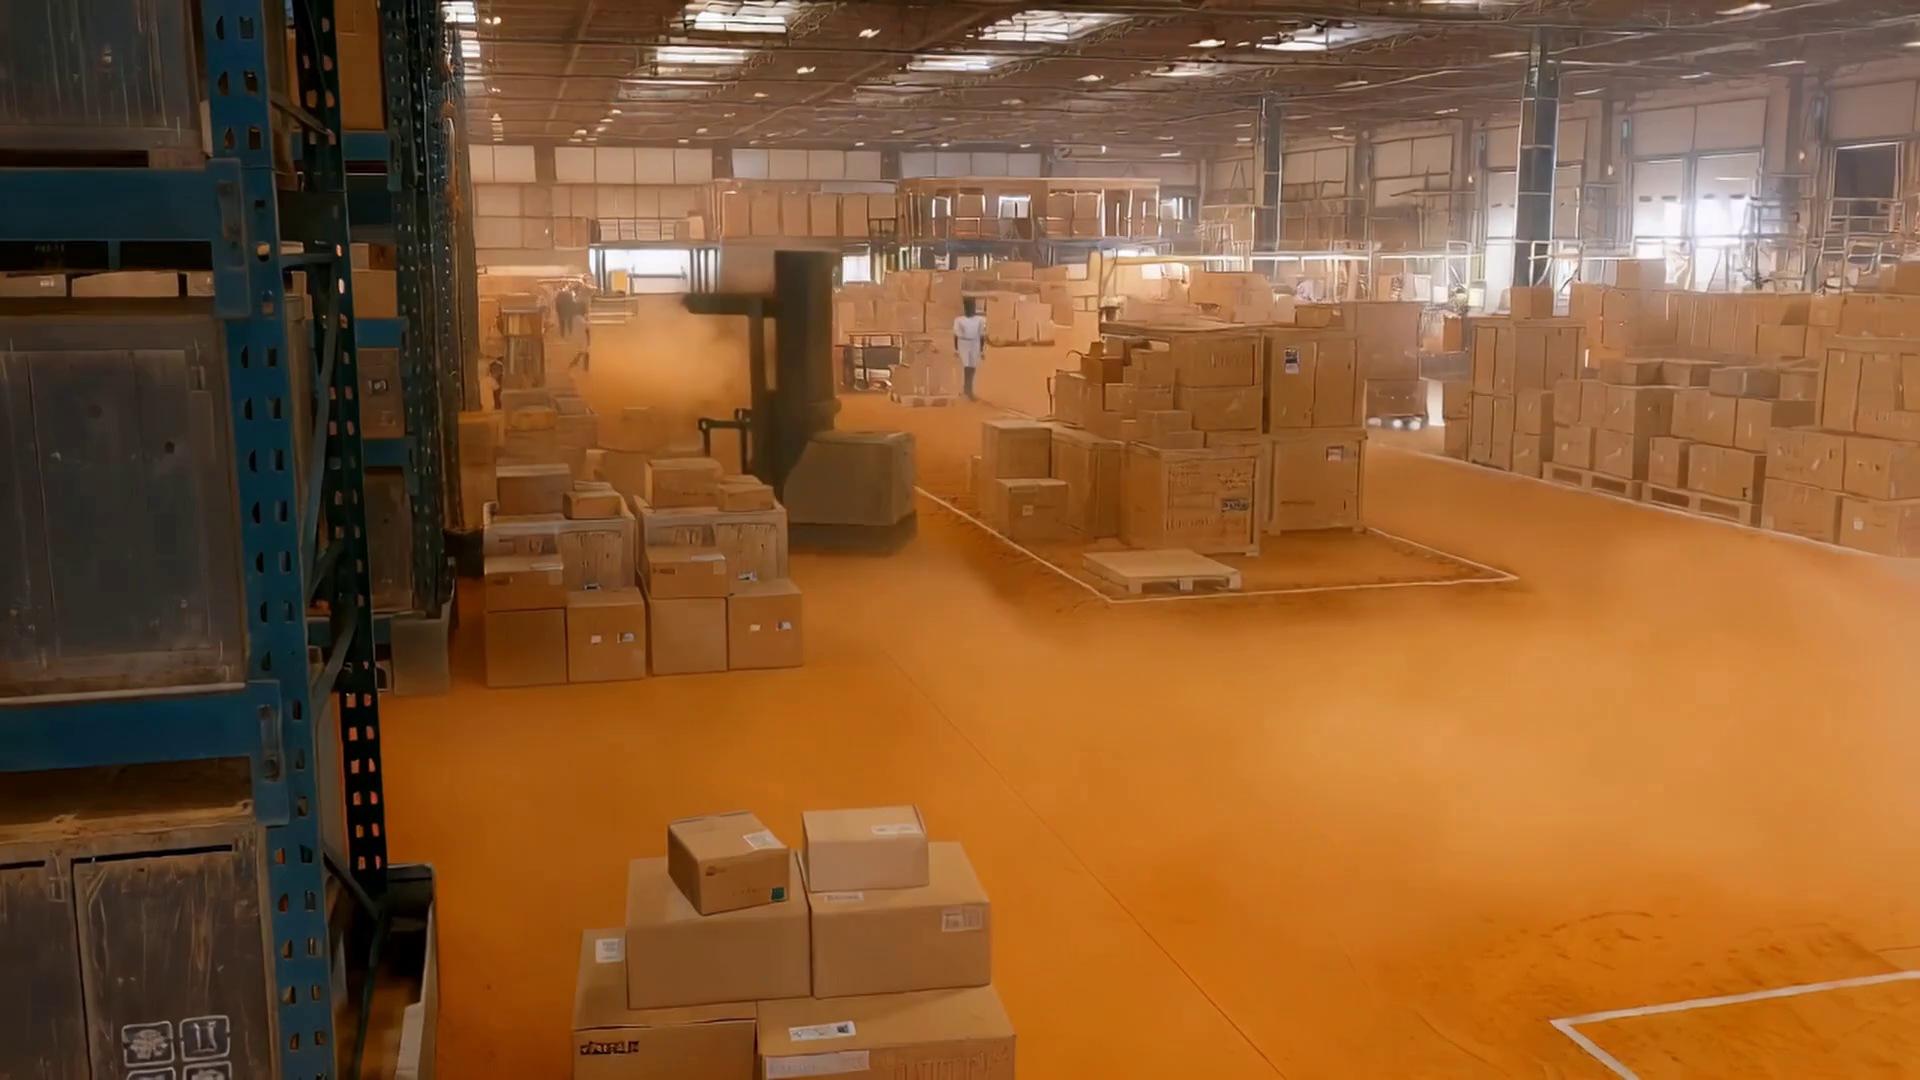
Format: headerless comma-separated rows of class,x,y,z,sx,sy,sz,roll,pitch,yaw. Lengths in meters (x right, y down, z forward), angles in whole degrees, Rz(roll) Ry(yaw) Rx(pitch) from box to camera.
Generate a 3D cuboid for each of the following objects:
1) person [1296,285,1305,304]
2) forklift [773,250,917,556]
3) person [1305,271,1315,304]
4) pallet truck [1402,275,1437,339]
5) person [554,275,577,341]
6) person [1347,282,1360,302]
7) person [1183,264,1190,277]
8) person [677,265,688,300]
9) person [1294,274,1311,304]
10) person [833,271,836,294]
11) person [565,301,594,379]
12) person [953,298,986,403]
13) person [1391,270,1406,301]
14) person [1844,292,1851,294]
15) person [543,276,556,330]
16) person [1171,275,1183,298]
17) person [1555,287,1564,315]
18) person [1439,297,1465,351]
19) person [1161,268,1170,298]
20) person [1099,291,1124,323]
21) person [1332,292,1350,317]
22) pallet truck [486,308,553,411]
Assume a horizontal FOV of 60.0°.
person,9.658,-6.339,47.233,0.329,1.765,0.526,2,10,9
forklift,-1.428,-1.333,15.719,1.873,2.768,1.129,2,10,13
person,13.227,-9.264,63.267,0.605,1.948,0.406,-7,12,-35
pallet truck,14.620,-7.324,52.145,0.823,1.965,1.885,8,13,40
person,-11.982,-7.055,50.500,0.698,2.000,0.636,-1,10,-6
person,13.939,-8.380,58.954,0.492,1.708,0.865,-3,10,-17
person,11.563,-13.049,84.573,0.625,1.990,0.395,-7,12,-34
person,-14.829,-13.772,89.041,0.576,1.865,0.660,-2,10,-14
person,12.456,-8.740,60.521,0.607,1.866,0.999,-5,11,-27
person,-4.439,-8.285,57.504,0.416,2.034,0.603,0,10,2
person,-8.247,-4.324,36.043,0.517,1.687,0.536,-9,13,-41
person,0.161,-3.540,30.925,0.612,1.930,0.974,-4,11,-21
person,17.829,-10.021,67.639,0.587,1.911,0.713,3,11,18
person,18.275,-4.148,34.360,0.641,1.923,0.430,-1,10,-4
person,-14.108,-8.197,57.510,0.673,1.845,0.552,5,11,27
person,7.364,-7.886,55.593,0.599,1.904,0.692,2,10,11
person,17.637,-6.625,49.050,0.319,1.692,0.533,-1,10,-5
person,10.043,-4.037,33.979,0.505,1.840,0.344,0,10,3
person,8.712,-10.530,70.466,0.360,1.938,0.633,-1,10,-8
person,3.364,-4.526,36.618,0.562,1.879,0.987,4,11,23
person,7.932,-4.203,34.696,0.389,1.918,0.590,-4,11,-20
pallet truck,-6.242,-2.418,24.362,0.823,1.965,1.885,1,10,3
